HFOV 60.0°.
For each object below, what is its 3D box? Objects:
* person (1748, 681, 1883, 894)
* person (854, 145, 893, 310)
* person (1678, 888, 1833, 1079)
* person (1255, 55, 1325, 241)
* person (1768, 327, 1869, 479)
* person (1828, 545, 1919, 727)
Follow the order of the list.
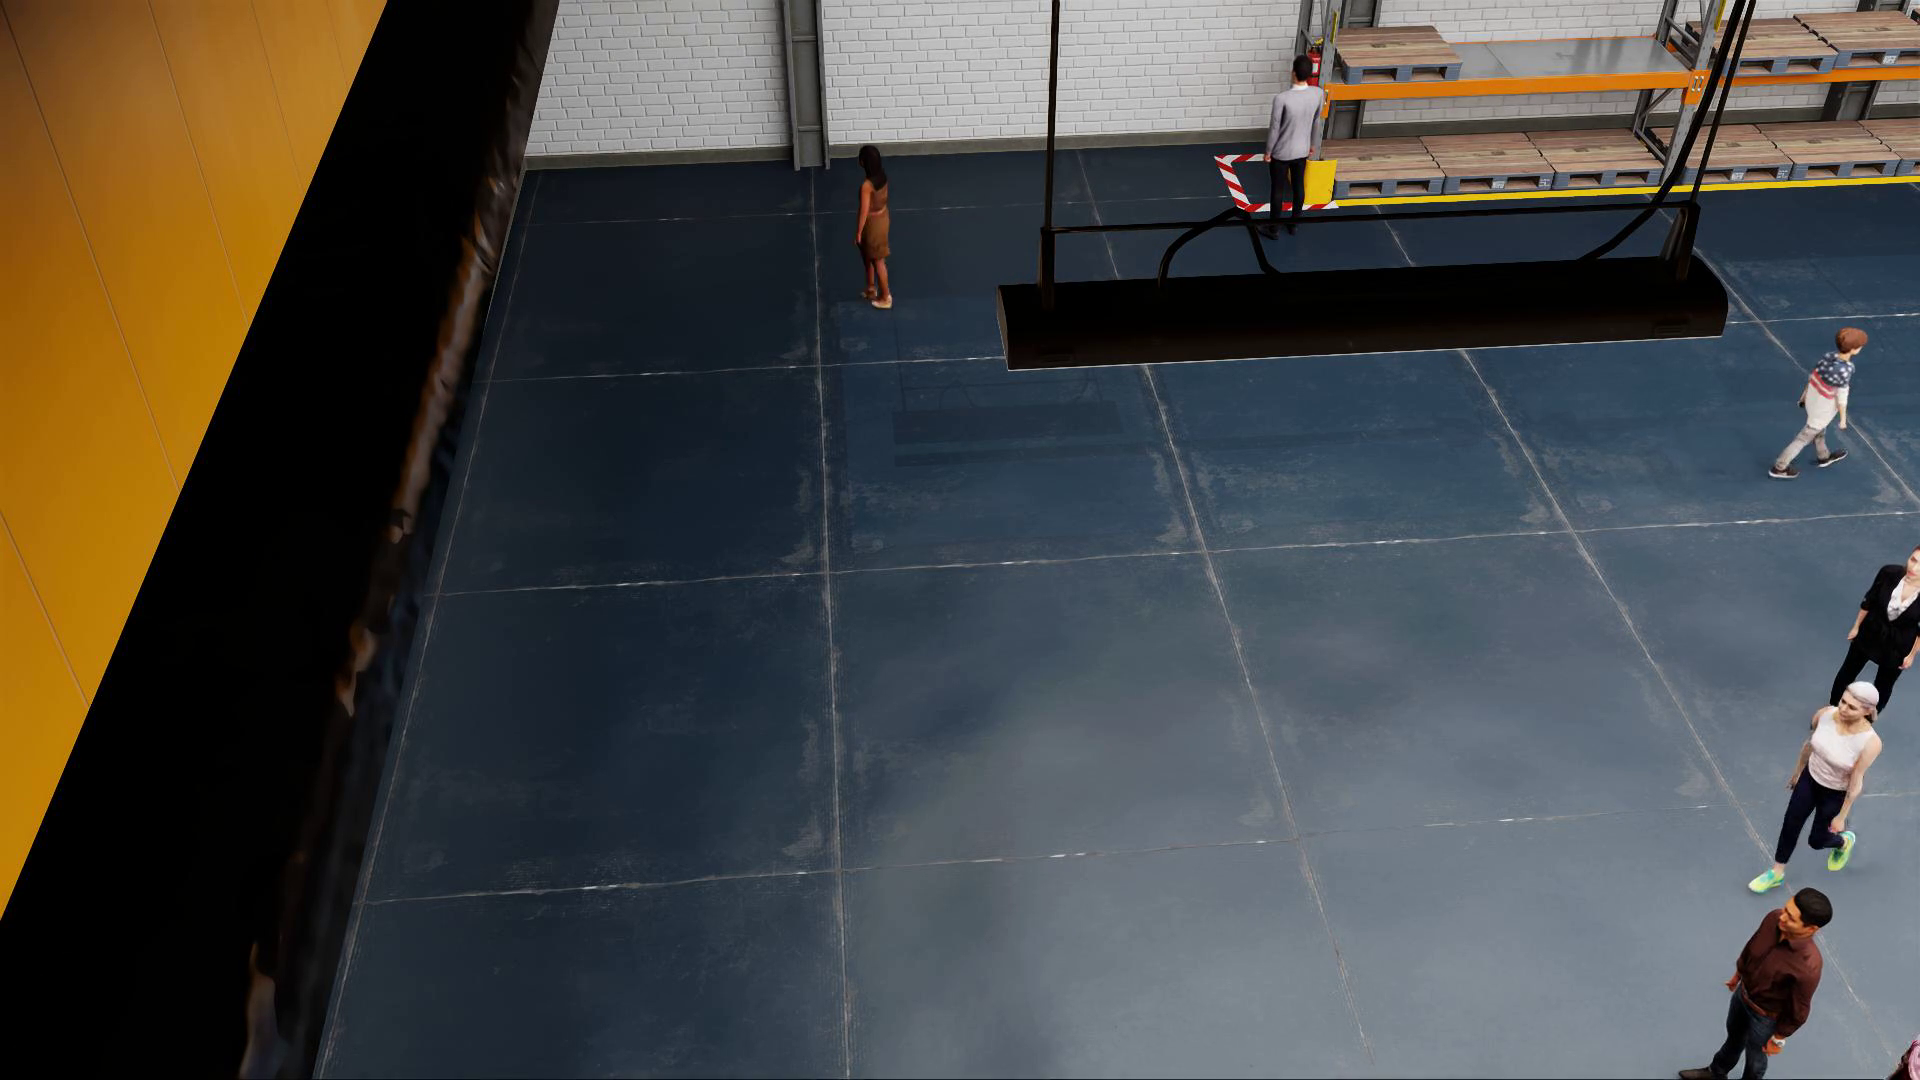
[{"bbox_3d":[5.314,1.501,10.088,0.996,1.690,0.791,-14,41,-17],"label":"person"},{"bbox_3d":[-0.726,-2.908,15.616,0.722,1.679,0.683,11,40,13],"label":"person"},{"bbox_3d":[4.267,2.460,8.815,0.487,1.779,0.637,-4,39,-5],"label":"person"},{"bbox_3d":[3.331,-3.937,16.709,0.691,1.923,0.869,-15,41,-17],"label":"person"},{"bbox_3d":[6.963,-1.092,13.561,0.893,1.407,0.547,-3,39,-3],"label":"person"},{"bbox_3d":[6.205,0.674,11.145,0.694,1.662,0.745,31,48,33],"label":"person"}]
